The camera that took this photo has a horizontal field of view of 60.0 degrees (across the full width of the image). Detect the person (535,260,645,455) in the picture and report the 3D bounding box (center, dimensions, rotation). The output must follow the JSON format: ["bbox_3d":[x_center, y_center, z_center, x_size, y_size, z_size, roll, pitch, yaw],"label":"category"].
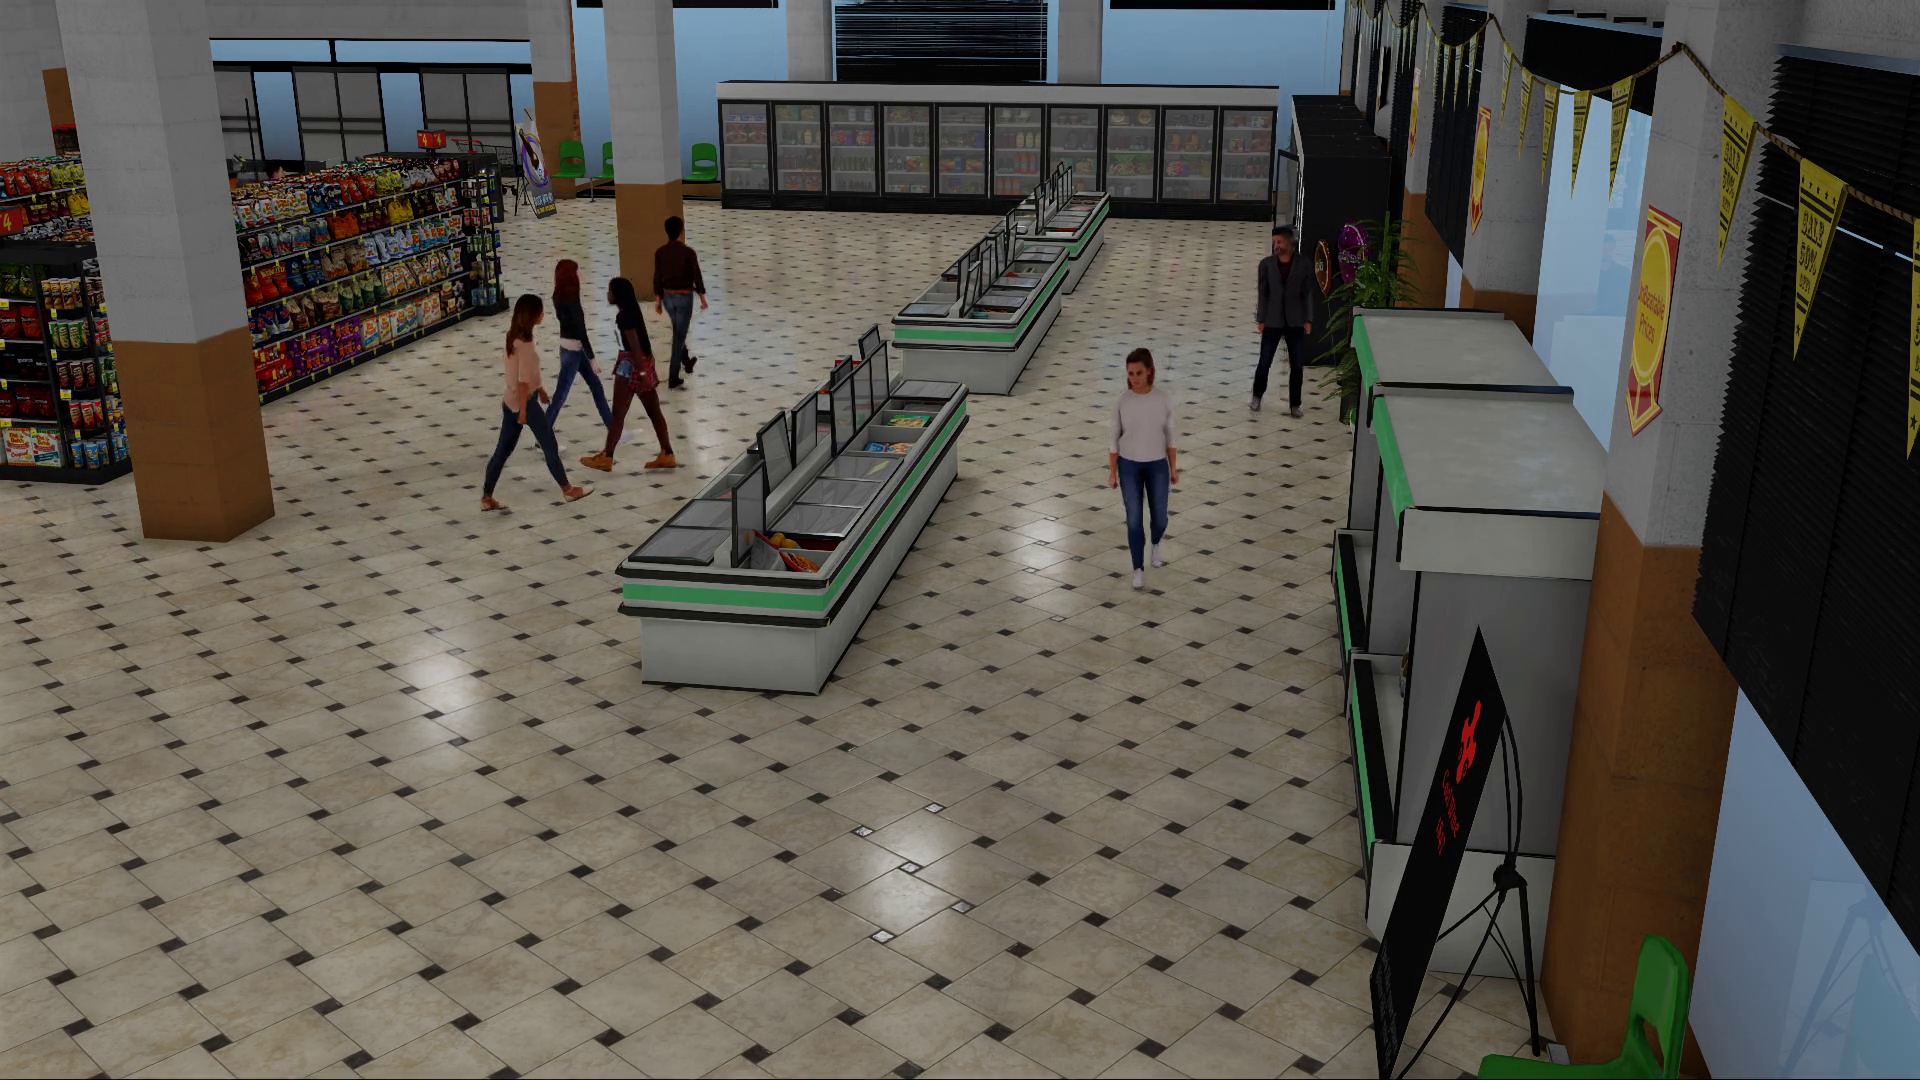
[{"bbox_3d":[-3.517,-1.565,14.781,1.102,1.727,1.209,-8,20,-22],"label":"person"}]

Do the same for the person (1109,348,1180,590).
[{"bbox_3d":[1.298,-0.514,11.689,0.676,1.711,0.766,0,19,0],"label":"person"}]

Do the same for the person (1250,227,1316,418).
[{"bbox_3d":[3.137,-2.133,16.263,0.713,1.856,0.747,0,19,0],"label":"person"}]

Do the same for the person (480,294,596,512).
[{"bbox_3d":[-3.549,-1.025,13.174,1.158,1.731,1.155,-11,22,-30],"label":"person"}]

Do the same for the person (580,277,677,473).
[{"bbox_3d":[-2.699,-1.394,14.342,0.849,1.684,1.045,-2,19,-7],"label":"person"}]

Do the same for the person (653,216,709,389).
[{"bbox_3d":[-2.978,-2.449,17.386,0.734,1.737,1.090,6,19,17],"label":"person"}]
